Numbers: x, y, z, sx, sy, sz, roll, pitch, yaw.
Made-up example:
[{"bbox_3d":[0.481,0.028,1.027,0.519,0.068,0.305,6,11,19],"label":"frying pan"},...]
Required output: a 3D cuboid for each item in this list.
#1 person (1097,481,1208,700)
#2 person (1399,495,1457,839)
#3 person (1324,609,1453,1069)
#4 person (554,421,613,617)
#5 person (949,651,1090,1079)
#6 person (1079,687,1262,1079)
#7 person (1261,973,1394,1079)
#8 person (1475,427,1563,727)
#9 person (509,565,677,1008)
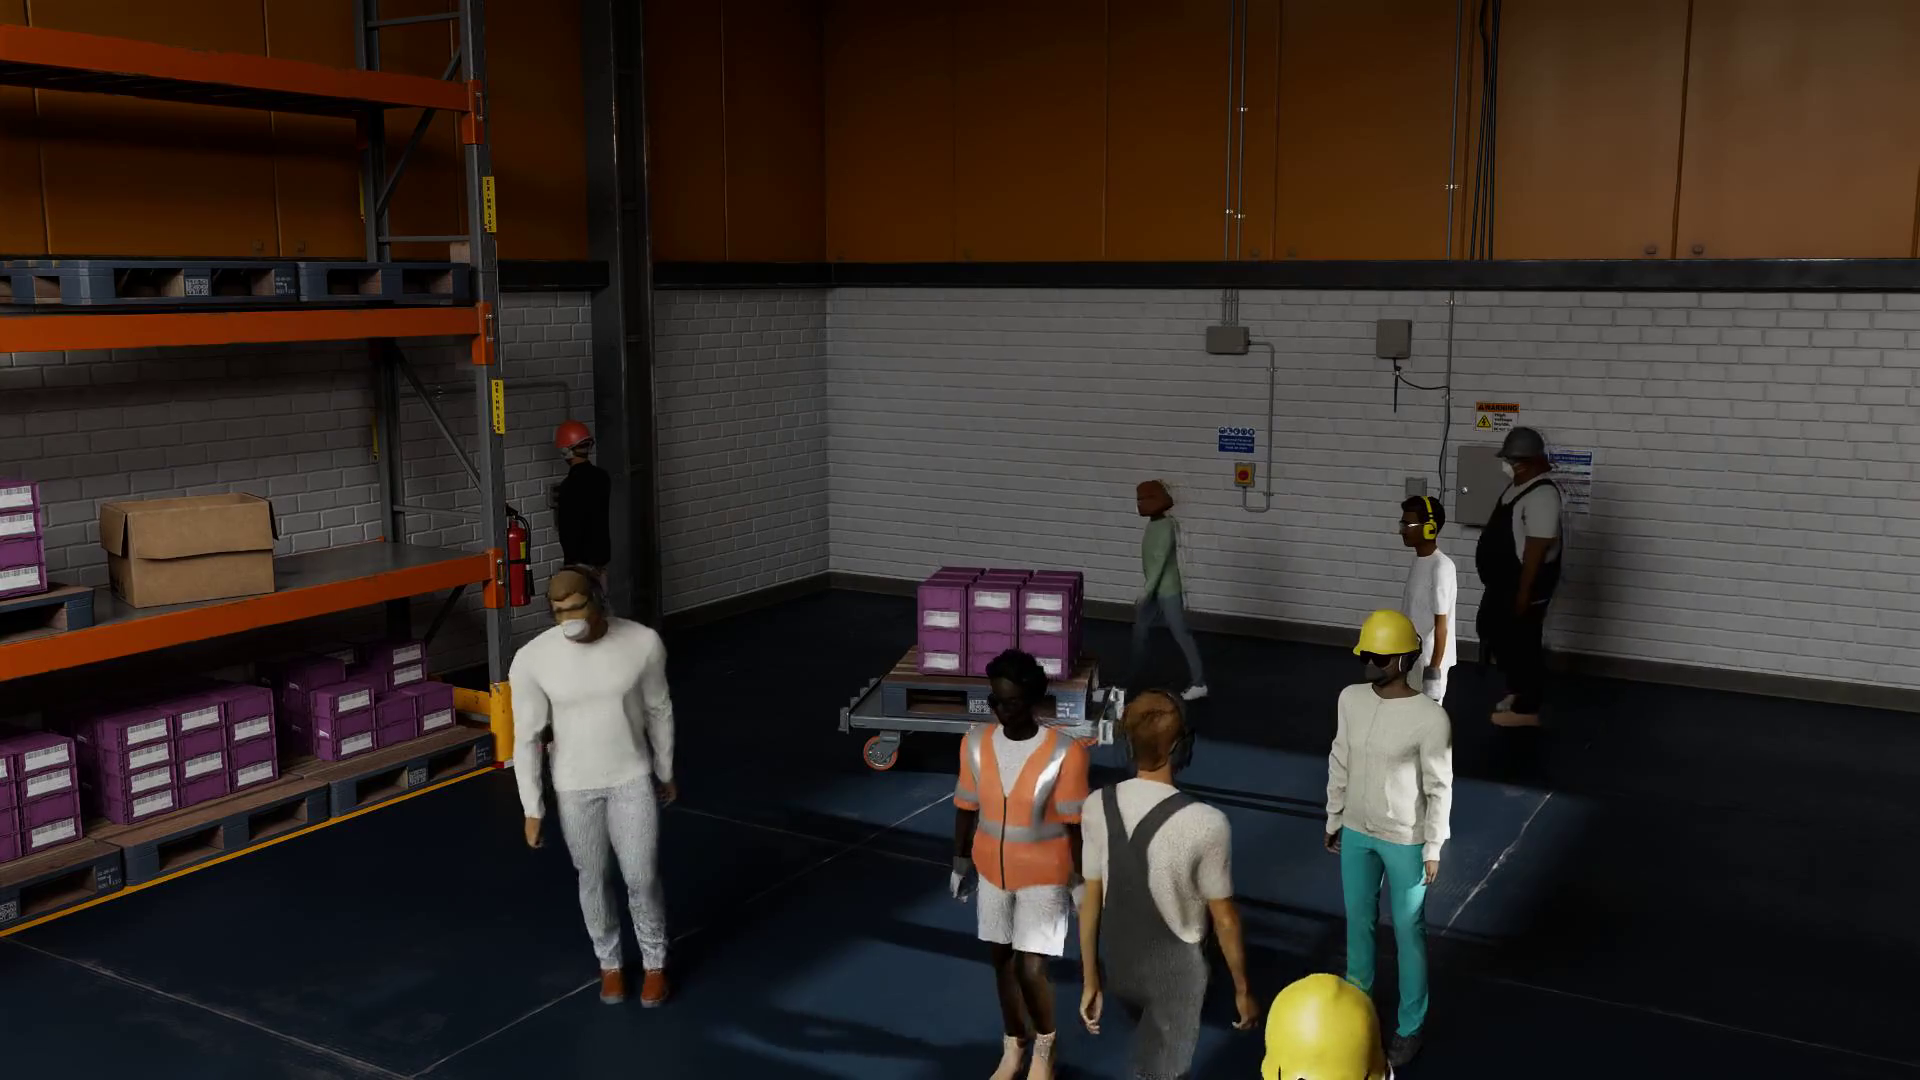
[{"bbox_3d":[1.376,0.371,11.729,0.873,1.571,0.493,-2,9,-12],"label":"person"},{"bbox_3d":[2.489,0.683,8.933,0.324,1.862,0.511,0,9,0],"label":"person"},{"bbox_3d":[1.625,1.133,6.405,0.310,1.768,0.533,-8,12,-40],"label":"person"},{"bbox_3d":[-2.706,0.137,11.929,0.392,1.988,0.608,2,9,13],"label":"person"},{"bbox_3d":[0.206,1.227,6.072,0.547,1.679,0.381,6,11,32],"label":"person"},{"bbox_3d":[0.581,1.336,5.026,0.951,1.808,0.510,-9,13,-44],"label":"person"},{"bbox_3d":[0.648,1.658,3.083,0.604,1.775,0.950,3,9,16],"label":"person"},{"bbox_3d":[3.712,0.247,11.081,0.536,2.000,0.698,1,9,5],"label":"person"},{"bbox_3d":[-1.485,1.008,6.791,0.656,1.891,0.543,-3,9,-17],"label":"person"}]
